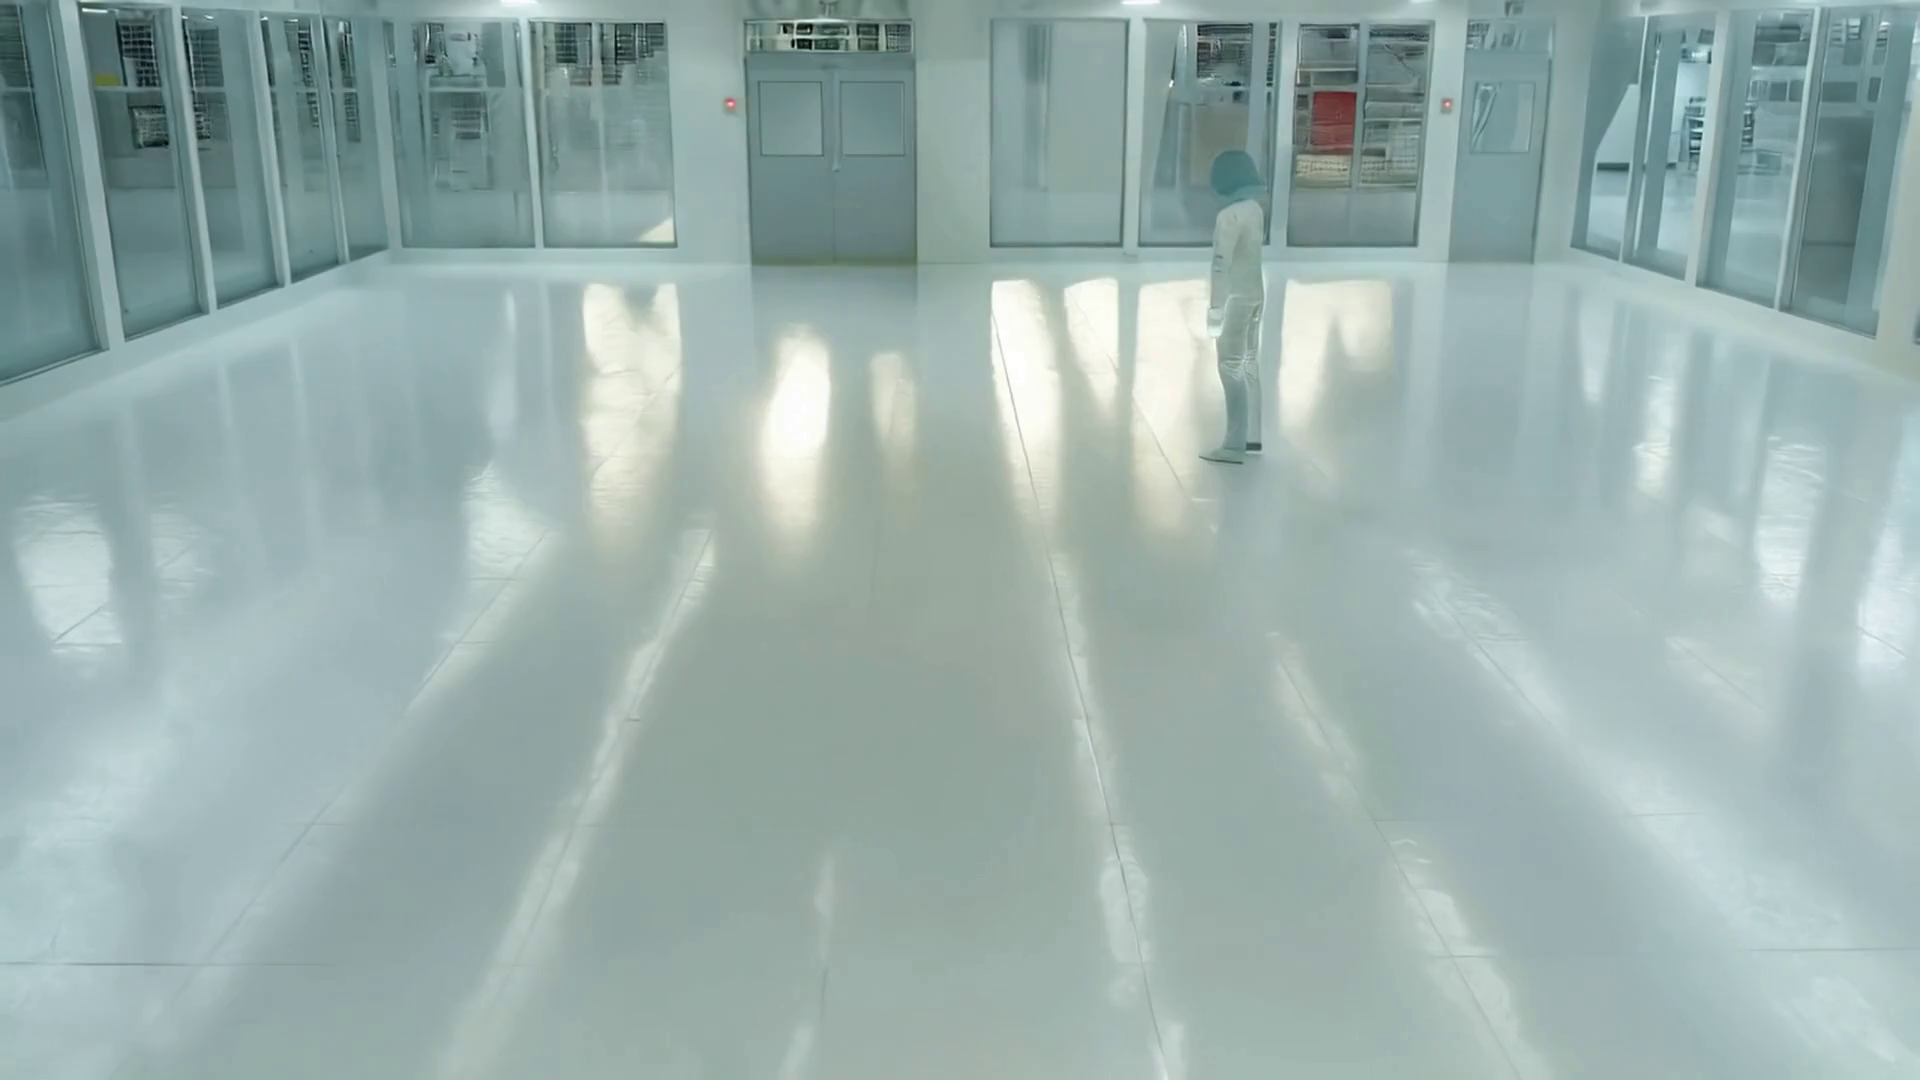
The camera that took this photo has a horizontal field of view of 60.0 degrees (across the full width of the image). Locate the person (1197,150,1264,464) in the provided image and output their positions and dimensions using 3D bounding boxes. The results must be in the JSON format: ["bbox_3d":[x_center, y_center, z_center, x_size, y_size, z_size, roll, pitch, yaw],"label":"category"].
[{"bbox_3d":[1.438,-1.212,8.727,0.287,1.627,0.497,9,19,28],"label":"person"}]
